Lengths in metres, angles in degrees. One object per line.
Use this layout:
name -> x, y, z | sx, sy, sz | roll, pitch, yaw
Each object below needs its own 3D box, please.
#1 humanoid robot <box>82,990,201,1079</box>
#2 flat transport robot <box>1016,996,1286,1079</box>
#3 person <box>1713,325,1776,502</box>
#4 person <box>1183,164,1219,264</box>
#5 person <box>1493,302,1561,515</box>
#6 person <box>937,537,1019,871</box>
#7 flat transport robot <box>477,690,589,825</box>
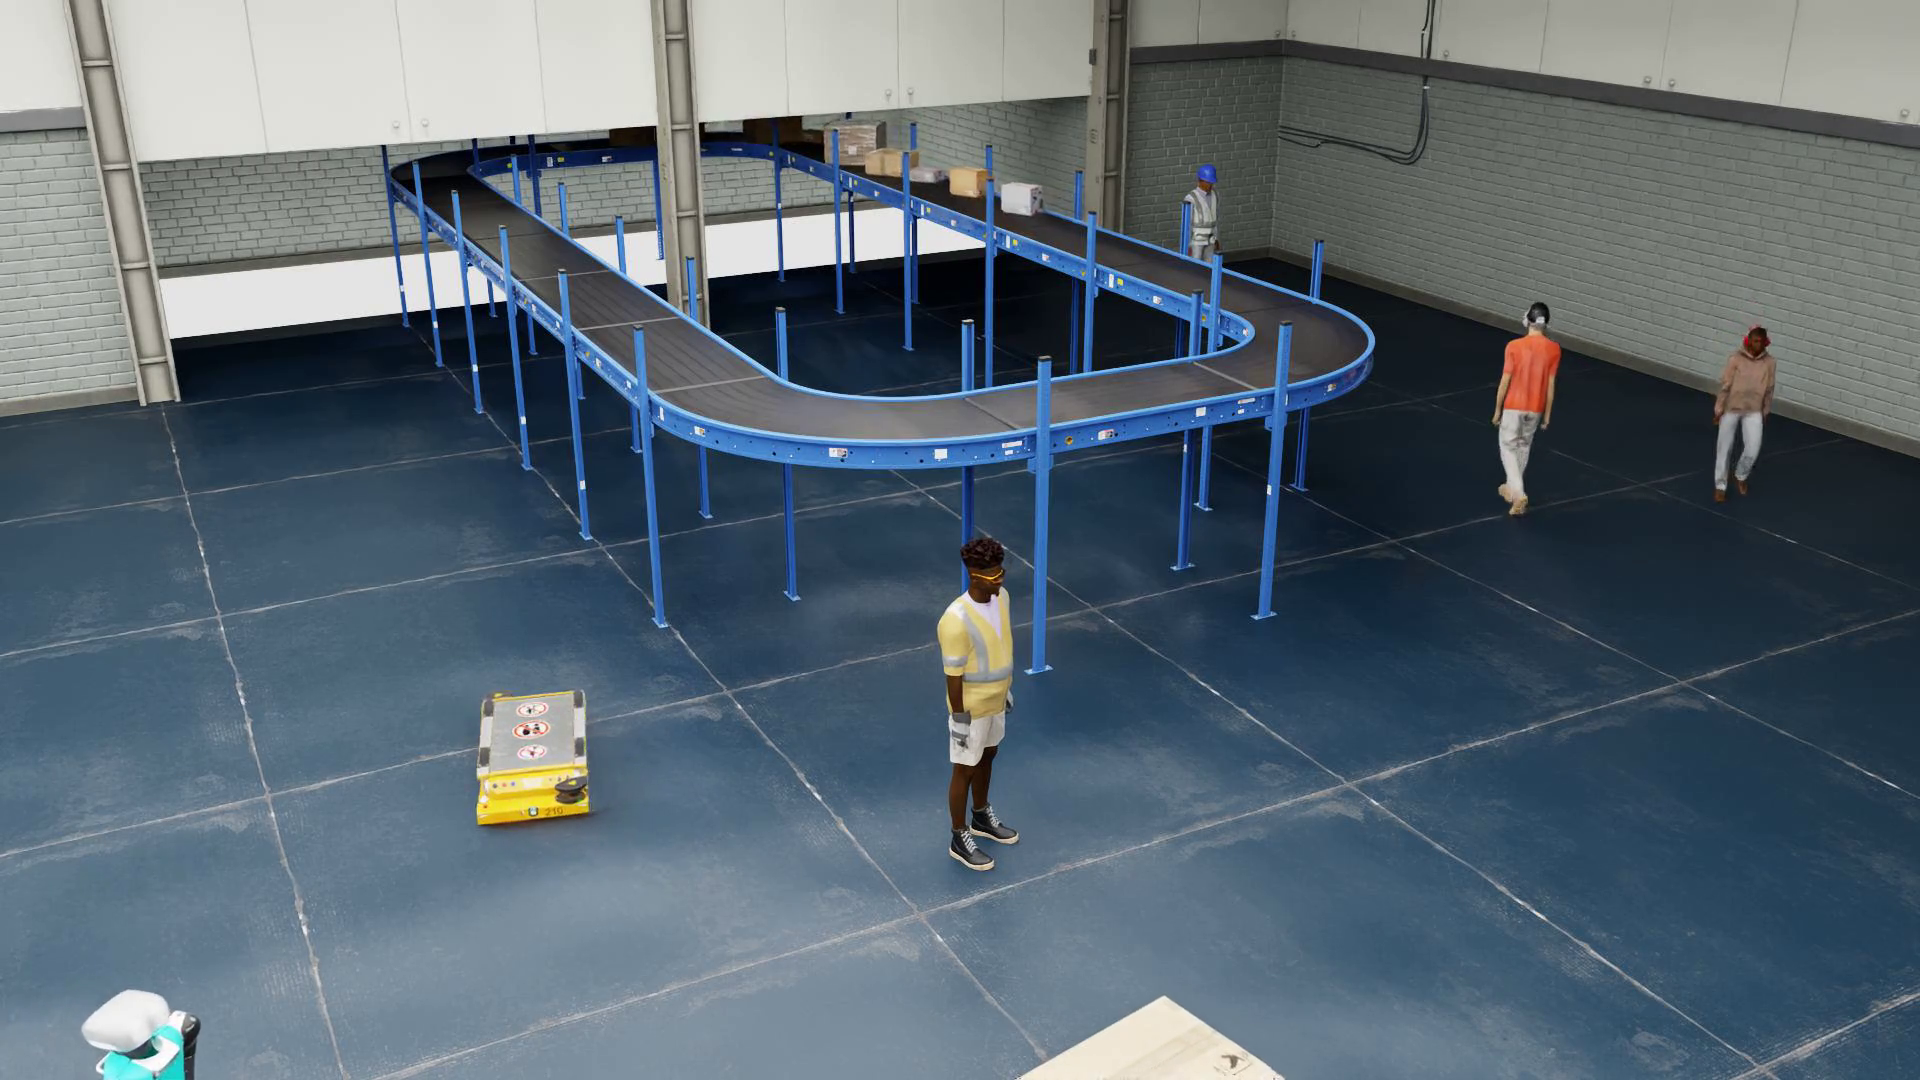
humanoid robot -> -3.090, 2.401, 6.010 | 0.794, 1.798, 0.541 | 4, 22, 10
flat transport robot -> 0.885, 2.889, 6.733 | 1.431, 0.231, 0.659 | -17, 28, -36
person -> 6.962, -1.119, 14.813 | 0.478, 1.644, 0.383 | 6, 23, 15
person -> 3.051, -3.779, 21.007 | 0.612, 1.933, 0.414 | -19, 29, -39
person -> 4.954, -1.146, 14.559 | 0.487, 1.882, 0.837 | 0, 22, 1
person -> 0.119, 0.899, 9.393 | 0.368, 1.965, 0.605 | 12, 25, 27
flat transport robot -> -2.704, 1.339, 10.566 | 0.659, 0.231, 1.431 | -5, 23, -12
